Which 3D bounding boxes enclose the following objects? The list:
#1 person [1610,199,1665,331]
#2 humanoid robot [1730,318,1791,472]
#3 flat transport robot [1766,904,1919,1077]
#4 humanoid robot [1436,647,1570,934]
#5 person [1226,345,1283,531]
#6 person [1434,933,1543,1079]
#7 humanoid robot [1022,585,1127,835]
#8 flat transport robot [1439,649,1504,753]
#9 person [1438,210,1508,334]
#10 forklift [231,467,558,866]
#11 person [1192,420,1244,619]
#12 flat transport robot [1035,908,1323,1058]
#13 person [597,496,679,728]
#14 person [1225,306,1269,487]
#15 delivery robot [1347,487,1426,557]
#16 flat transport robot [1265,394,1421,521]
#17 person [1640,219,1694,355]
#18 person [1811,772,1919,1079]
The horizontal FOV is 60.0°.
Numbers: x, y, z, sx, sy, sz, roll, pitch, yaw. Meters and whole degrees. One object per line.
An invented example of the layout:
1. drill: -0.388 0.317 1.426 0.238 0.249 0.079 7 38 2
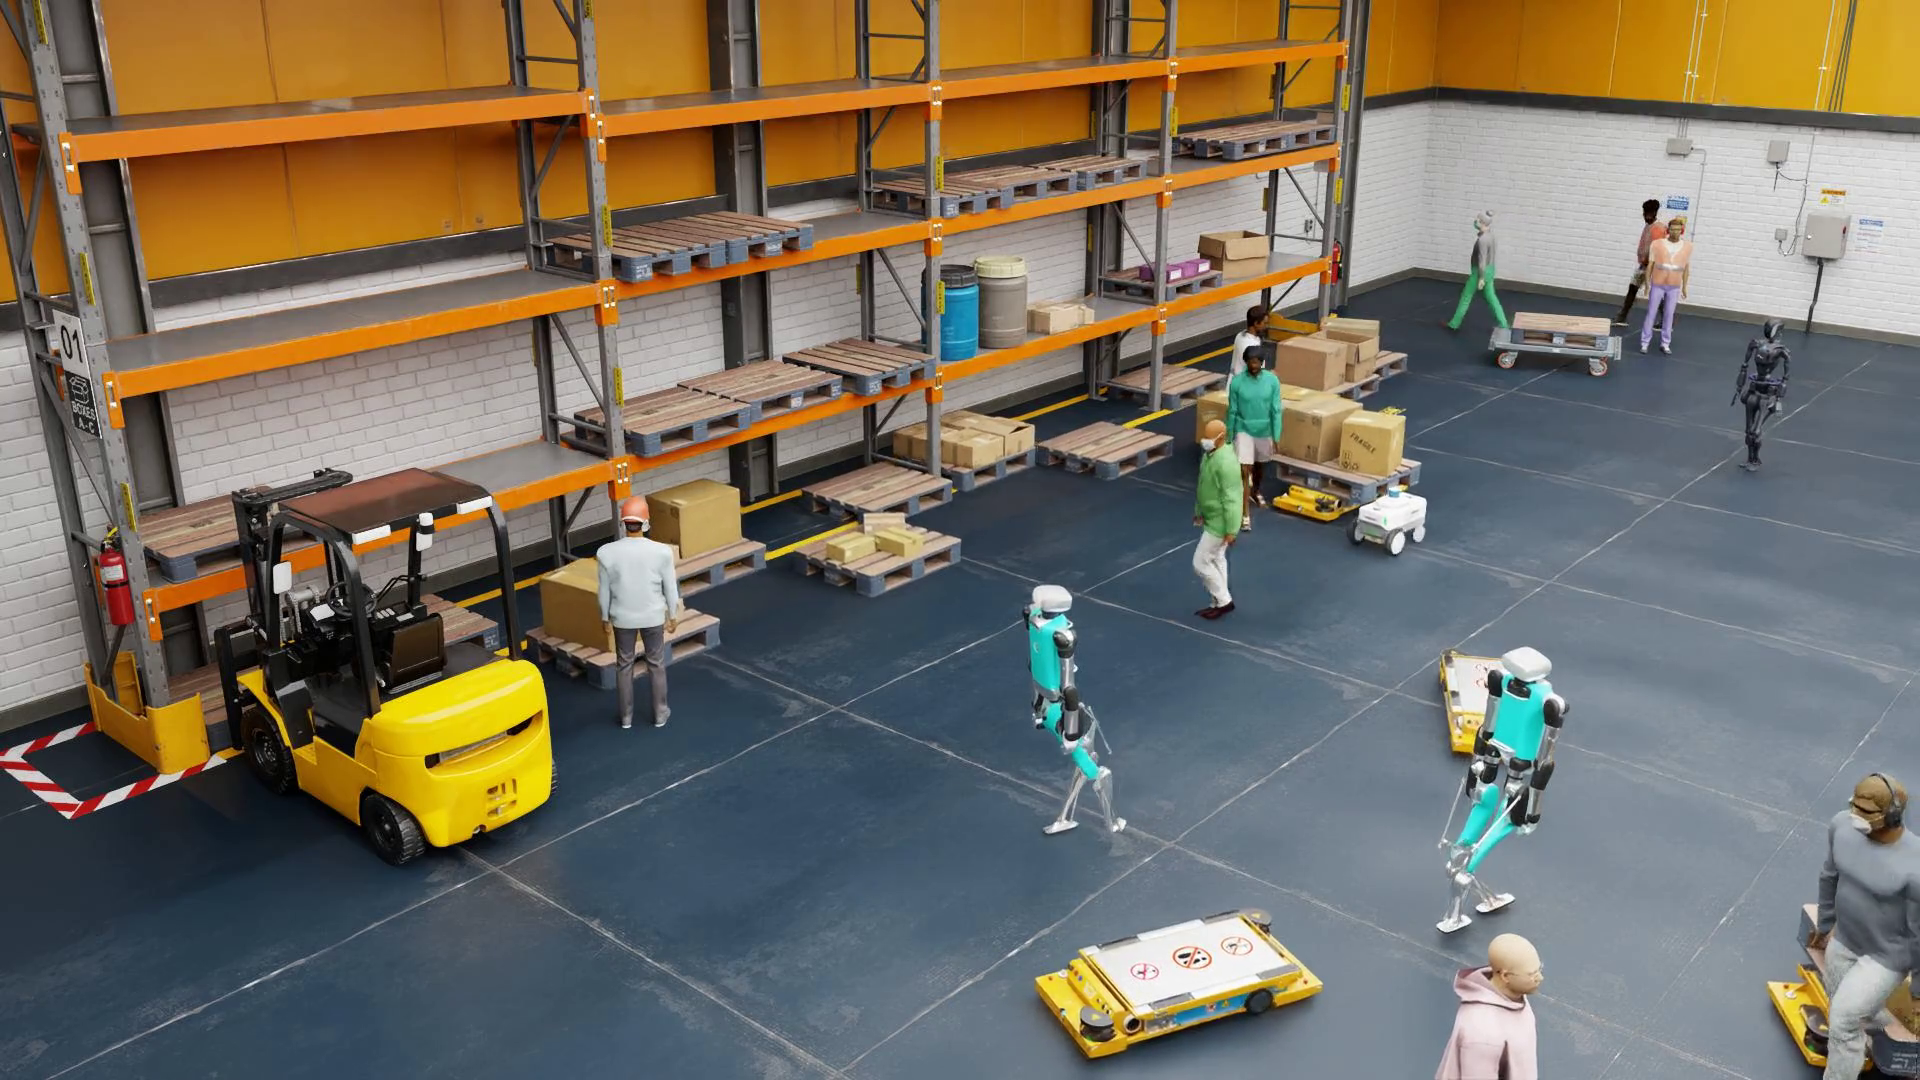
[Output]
1. person: 9.916 -3.958 23.915 0.803 1.907 0.624 2 20 6
2. humanoid robot: 8.538 -1.554 17.718 0.369 1.649 0.602 -10 23 -26
3. flat transport robot: 5.080 2.533 8.688 1.431 0.231 0.659 2 20 6
4. humanoid robot: 2.958 1.489 9.401 0.851 1.773 0.536 -10 23 -26
5. person: 2.869 -1.056 16.231 0.545 1.796 0.951 0 20 1
6. person: 2.146 2.393 6.878 0.407 1.783 0.522 11 23 27
7. humanoid robot: 0.800 1.130 10.511 0.818 1.876 0.547 -9 22 -24
8. flat transport robot: 3.933 1.199 12.302 0.659 0.231 1.431 4 21 11
9. person: 7.437 -3.814 23.699 0.981 1.788 0.540 14 24 33
10. forklift: -3.730 0.710 10.856 2.313 2.155 1.214 17 26 38
11. person: 2.120 -0.158 13.816 0.441 1.761 0.582 -2 20 -4
12. flat transport robot: 1.193 2.394 9.065 1.431 0.231 0.659 -9 22 -22
13. person: -2.313 0.524 12.007 0.571 1.739 0.347 -3 20 -8
14. person: 2.968 -1.482 17.210 0.413 1.907 0.597 -2 20 -4
15. delivery robot: 4.052 -0.184 15.664 0.815 0.614 0.499 -17 26 -39
16. flat transport robot: 3.878 -0.507 16.926 1.431 0.231 0.659 -18 27 -40
17. person: 9.601 -3.452 22.624 0.563 1.847 0.389 4 21 10
18. person: 4.410 1.943 7.942 0.799 1.900 0.665 -4 21 -11
